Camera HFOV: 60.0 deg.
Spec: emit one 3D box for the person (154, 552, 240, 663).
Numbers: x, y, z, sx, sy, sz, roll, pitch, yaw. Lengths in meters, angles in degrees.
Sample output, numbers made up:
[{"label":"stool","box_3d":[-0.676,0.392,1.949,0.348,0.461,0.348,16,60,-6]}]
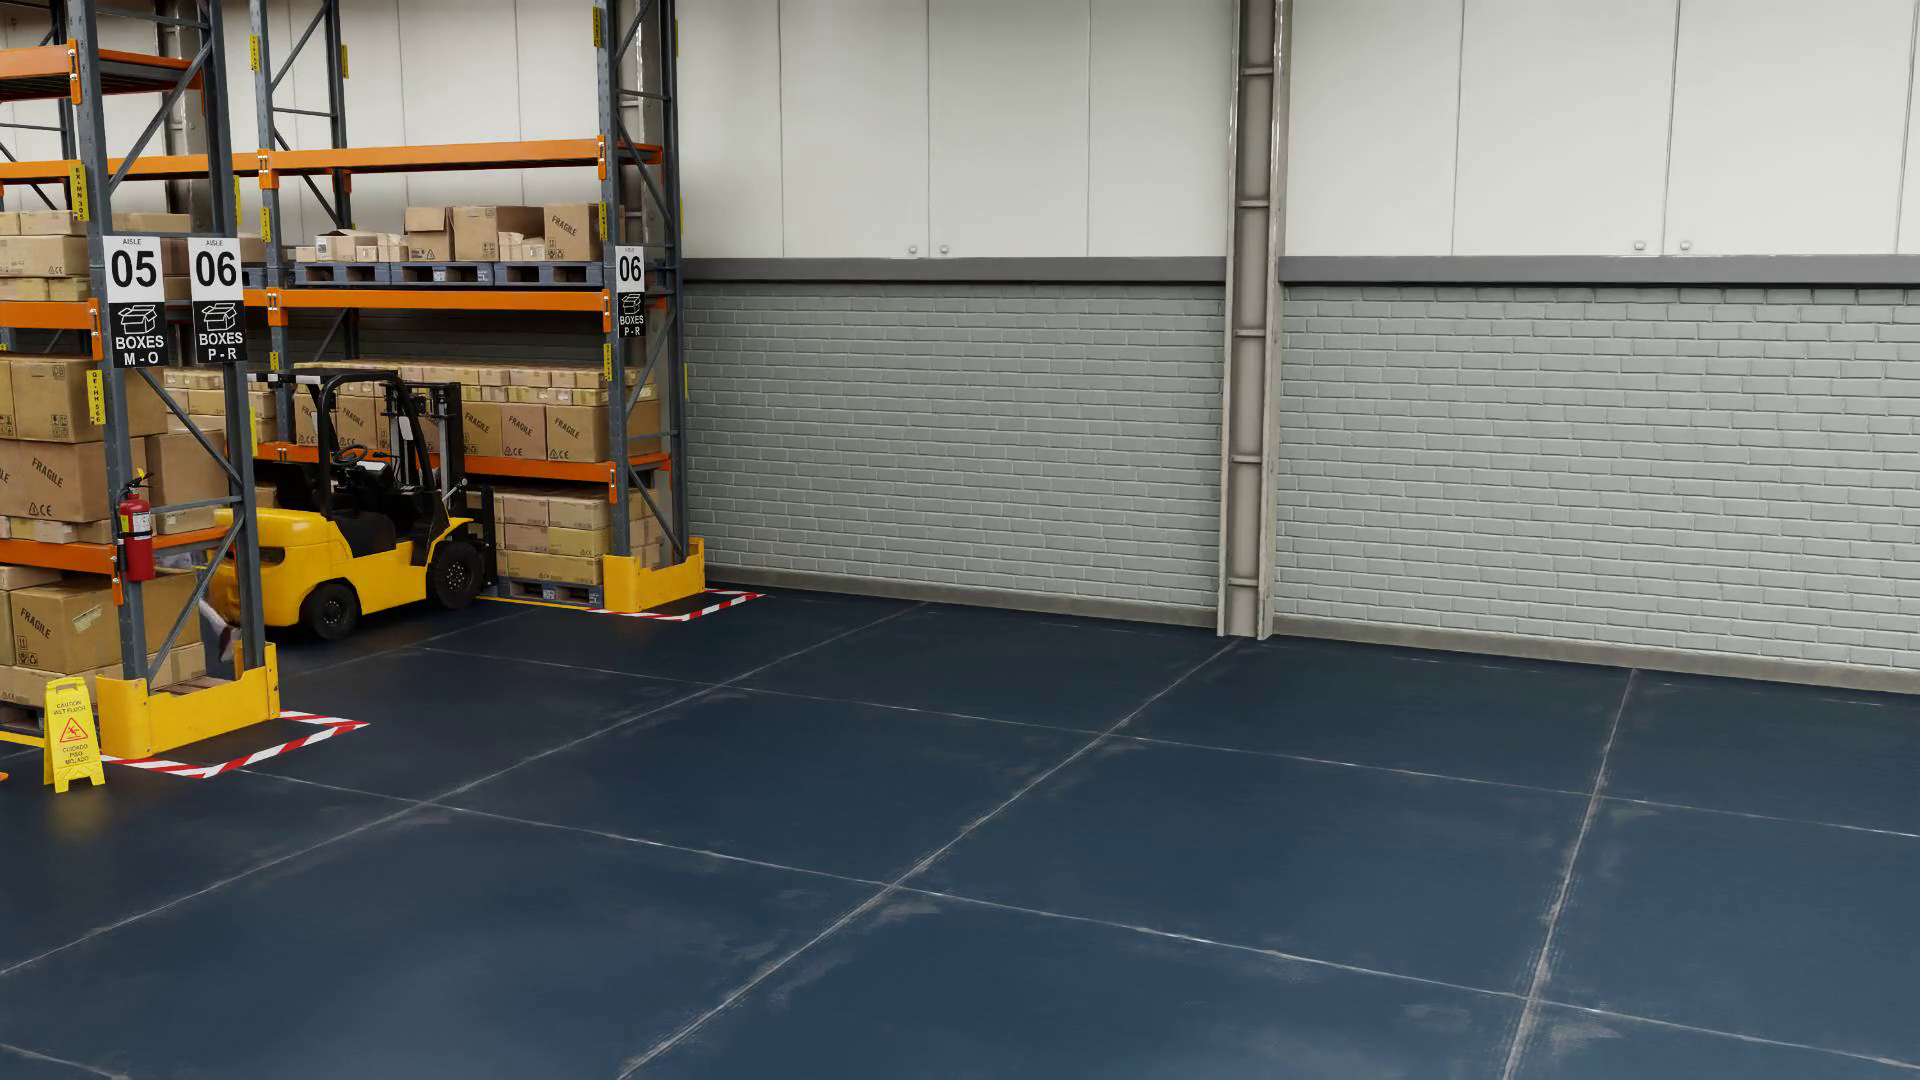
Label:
[{"label":"person","box_3d":[-5.916,0.073,12.612,0.722,1.839,0.523,3,10,19]}]
